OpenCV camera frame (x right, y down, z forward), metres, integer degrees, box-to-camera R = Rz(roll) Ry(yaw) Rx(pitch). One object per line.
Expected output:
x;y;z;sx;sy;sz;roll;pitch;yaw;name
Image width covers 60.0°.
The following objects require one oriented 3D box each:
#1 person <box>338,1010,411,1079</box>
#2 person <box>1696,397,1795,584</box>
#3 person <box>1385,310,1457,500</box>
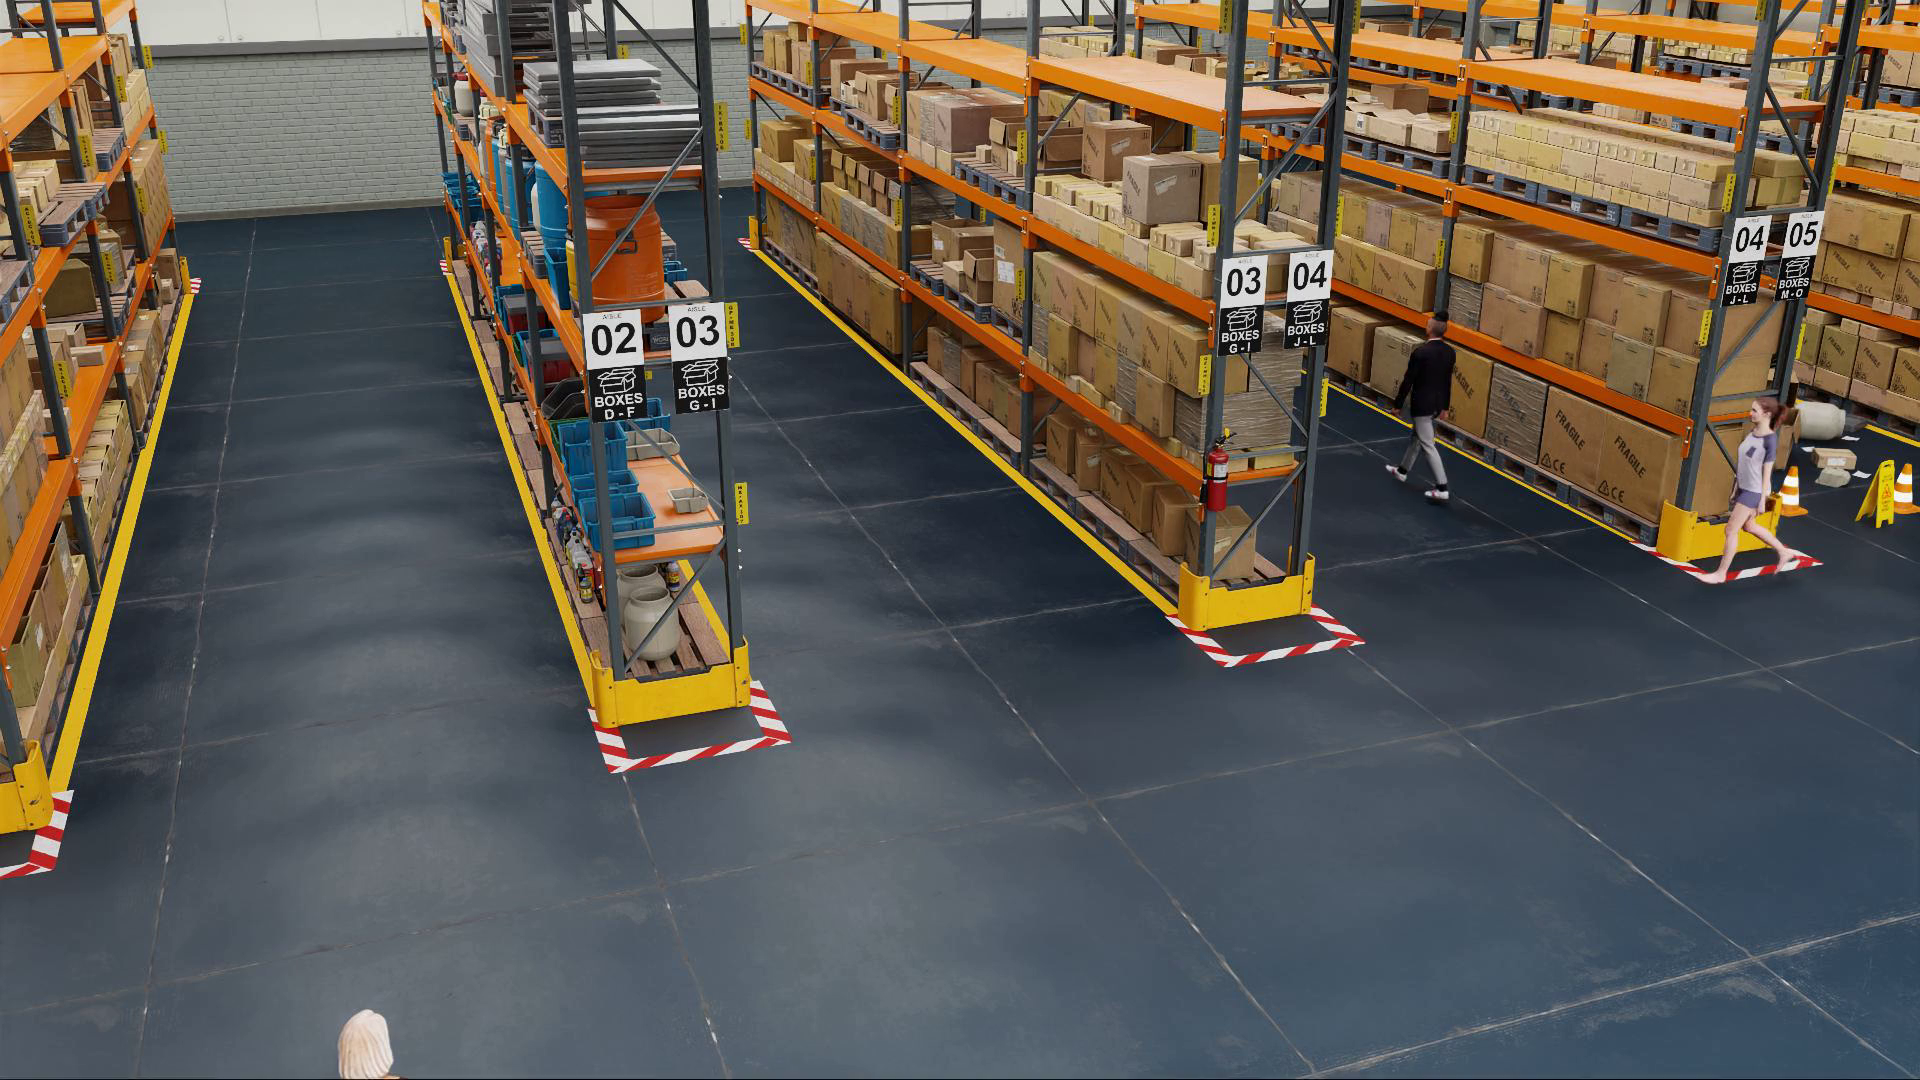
-2.423;2.740;7.041;0.640;1.748;0.595;-1;22;-4;person
7.128;-0.413;14.772;0.926;1.730;1.099;2;22;5;person
4.768;-1.328;16.777;0.863;1.905;1.281;-12;25;-27;person
